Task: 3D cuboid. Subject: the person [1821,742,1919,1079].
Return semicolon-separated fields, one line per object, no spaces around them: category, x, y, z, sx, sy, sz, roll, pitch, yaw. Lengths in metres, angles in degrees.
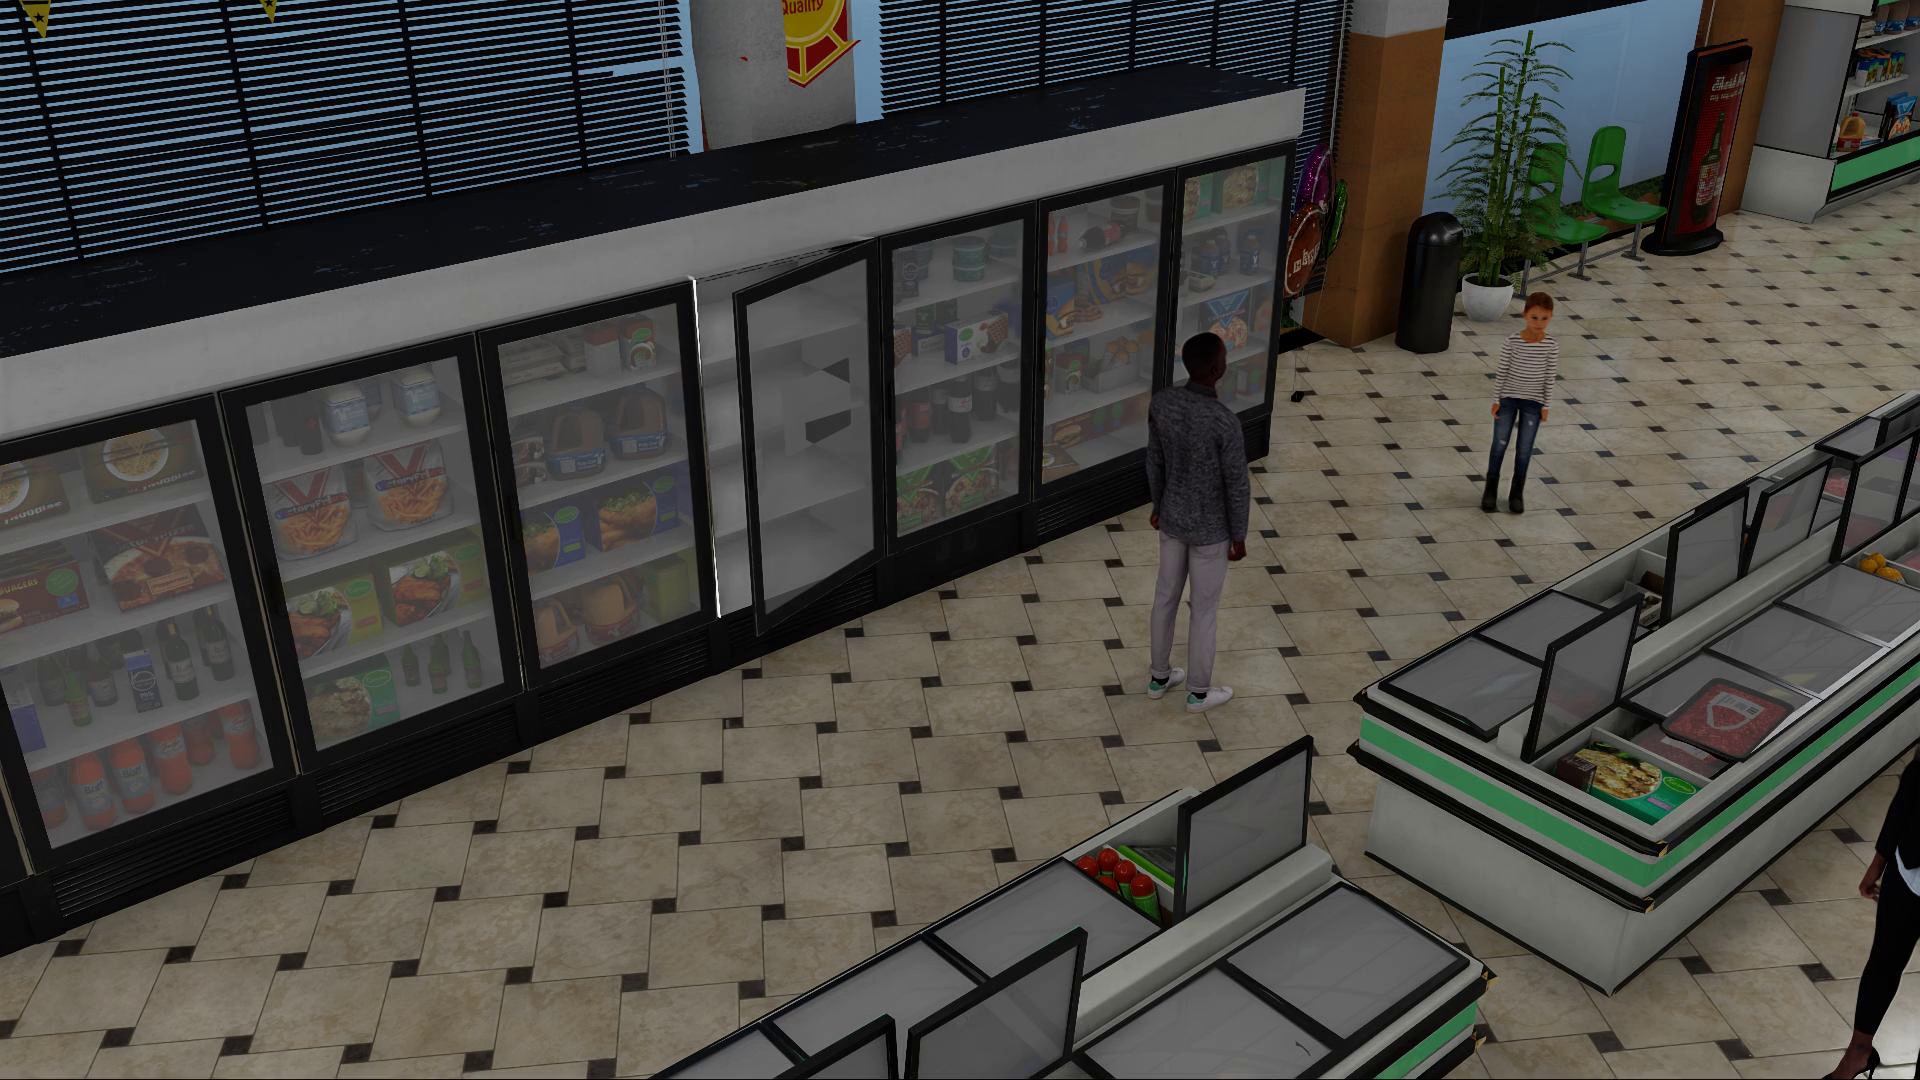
person;3.085;1.124;5.224;0.621;1.834;0.672;-11;29;-21

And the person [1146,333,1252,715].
person;1.059;-0.071;7.575;0.705;1.839;0.586;23;35;37

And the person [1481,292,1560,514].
person;3.235;-0.799;9.591;0.558;1.313;0.606;7;28;14
